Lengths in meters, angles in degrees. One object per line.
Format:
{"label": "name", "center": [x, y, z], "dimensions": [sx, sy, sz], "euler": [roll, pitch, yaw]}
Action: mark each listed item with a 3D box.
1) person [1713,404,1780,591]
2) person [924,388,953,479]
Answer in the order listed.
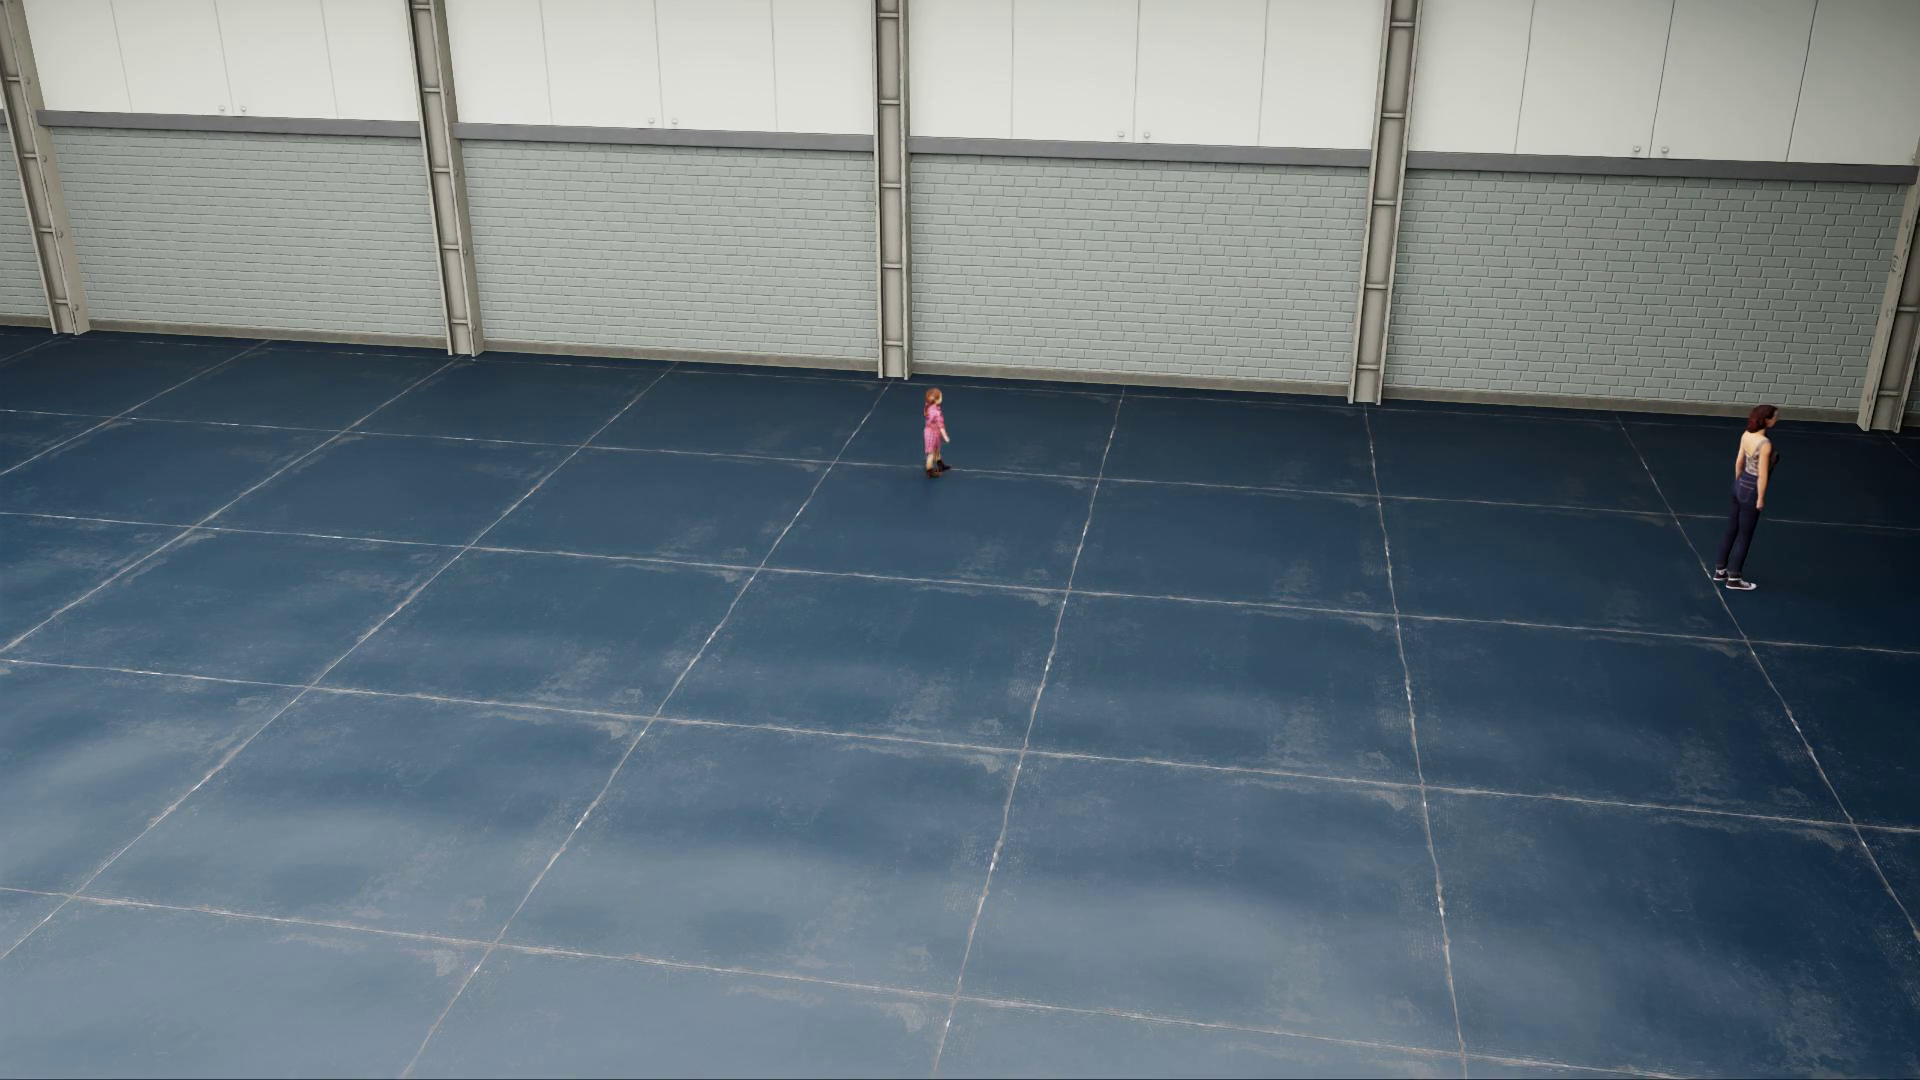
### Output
{"label": "person", "center": [7.305, -0.417, 15.428], "dimensions": [0.625, 1.769, 0.657], "euler": [-2, 23, -4]}
{"label": "person", "center": [-0.324, -1.158, 18.138], "dimensions": [0.665, 1.012, 0.586], "euler": [-11, 25, -23]}
